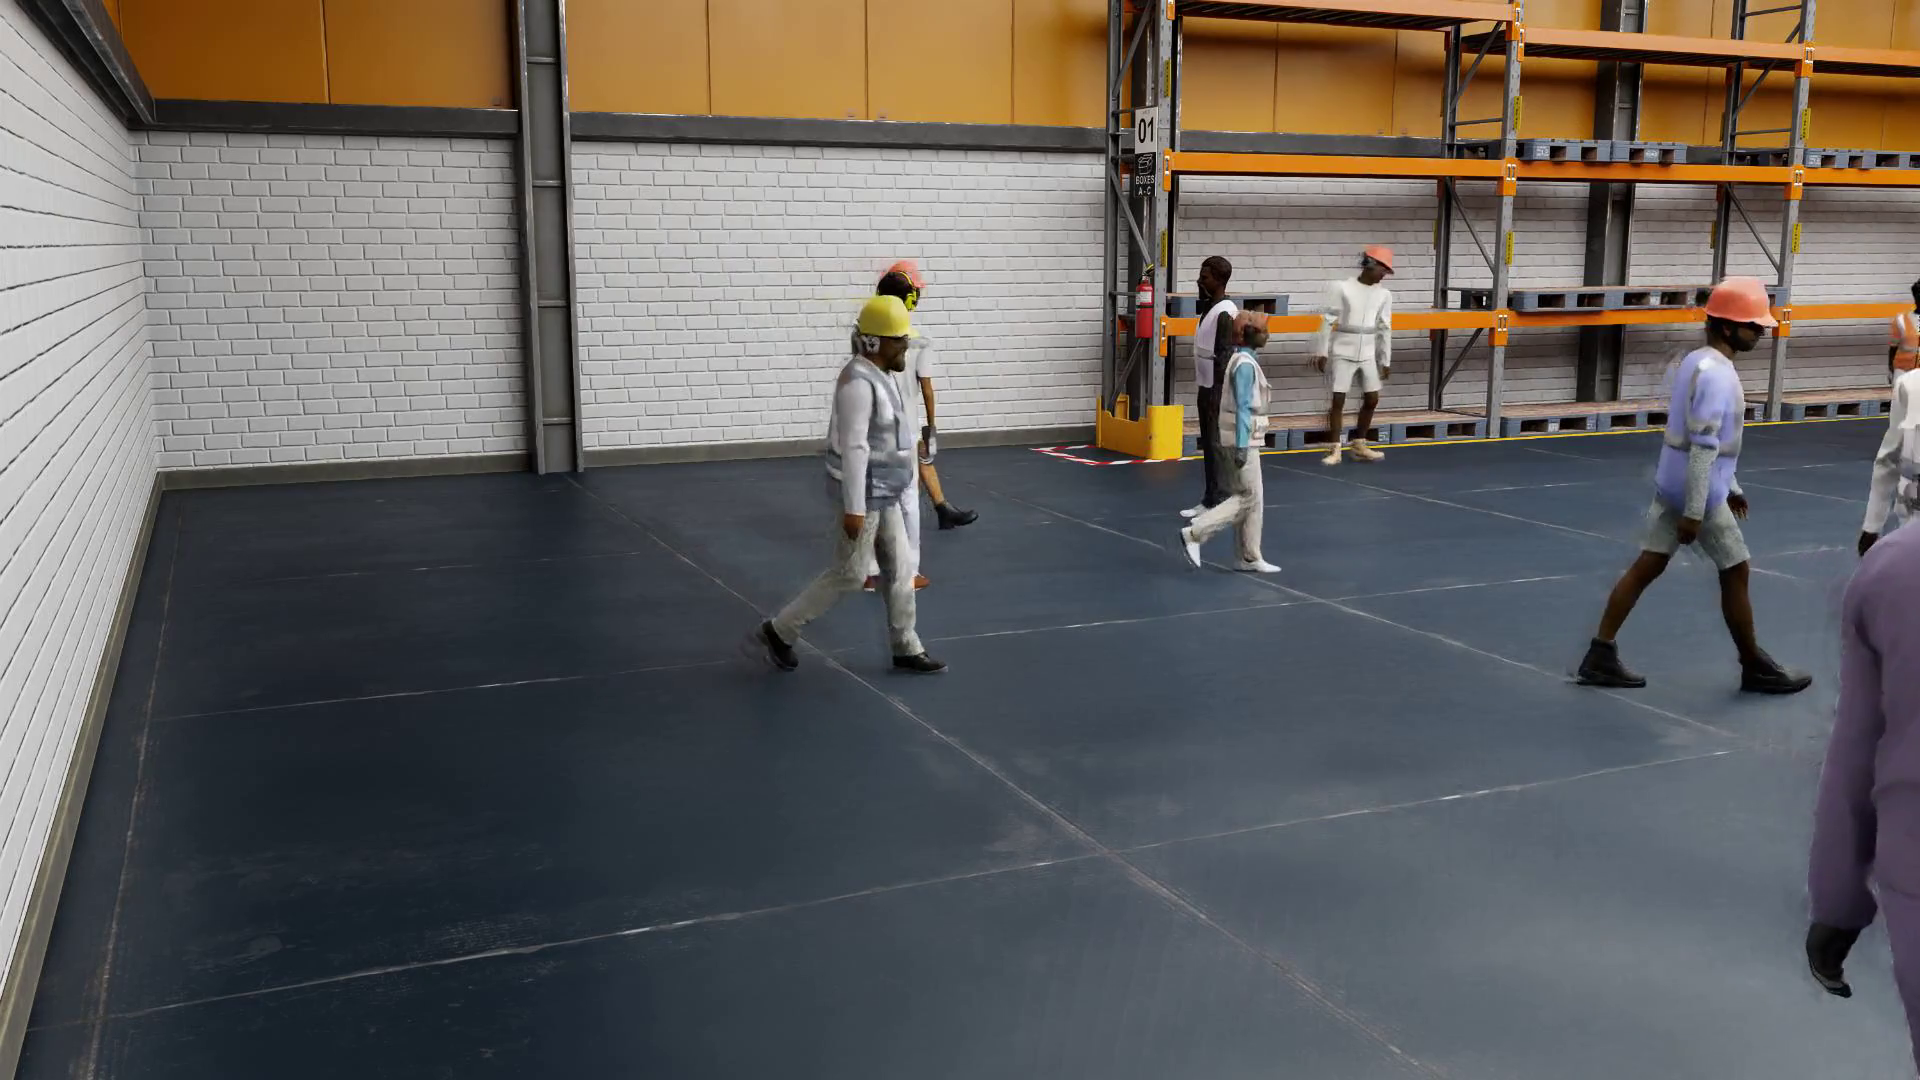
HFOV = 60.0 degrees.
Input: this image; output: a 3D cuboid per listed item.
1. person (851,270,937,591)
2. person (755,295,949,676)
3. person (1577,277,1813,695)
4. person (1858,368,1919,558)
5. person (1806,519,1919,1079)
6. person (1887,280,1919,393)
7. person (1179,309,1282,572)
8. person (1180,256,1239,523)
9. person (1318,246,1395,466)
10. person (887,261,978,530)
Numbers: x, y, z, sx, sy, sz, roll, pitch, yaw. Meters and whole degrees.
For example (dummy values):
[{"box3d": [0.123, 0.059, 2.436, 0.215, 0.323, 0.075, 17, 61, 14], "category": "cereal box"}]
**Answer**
[{"box3d": [-0.391, -0.620, 9.637, 0.520, 1.859, 0.322, 2, 10, 12], "category": "person"}, {"box3d": [-0.503, -0.235, 7.686, 0.812, 1.793, 0.629, 2, 10, 9], "category": "person"}, {"box3d": [3.295, -0.225, 7.399, 1.014, 1.875, 0.540, 1, 10, 7], "category": "person"}, {"box3d": [3.934, -0.063, 6.609, 0.991, 1.838, 0.596, -3, 11, -17], "category": "person"}, {"box3d": [1.768, 0.626, 2.636, 0.847, 1.872, 0.675, -5, 12, -28], "category": "person"}, {"box3d": [8.992, -1.608, 15.610, 0.542, 1.677, 0.544, 7, 12, 34], "category": "person"}, {"box3d": [1.668, -0.583, 10.086, 0.553, 1.625, 0.521, 1, 10, 7], "category": "person"}, {"box3d": [1.843, -1.077, 11.996, 0.392, 1.922, 0.592, -1, 10, -4], "category": "person"}, {"box3d": [3.572, -1.650, 15.026, 0.723, 1.988, 0.401, -2, 10, -12], "category": "person"}, {"box3d": [-0.395, -0.988, 11.602, 0.996, 1.884, 0.546, 4, 11, 22], "category": "person"}]
